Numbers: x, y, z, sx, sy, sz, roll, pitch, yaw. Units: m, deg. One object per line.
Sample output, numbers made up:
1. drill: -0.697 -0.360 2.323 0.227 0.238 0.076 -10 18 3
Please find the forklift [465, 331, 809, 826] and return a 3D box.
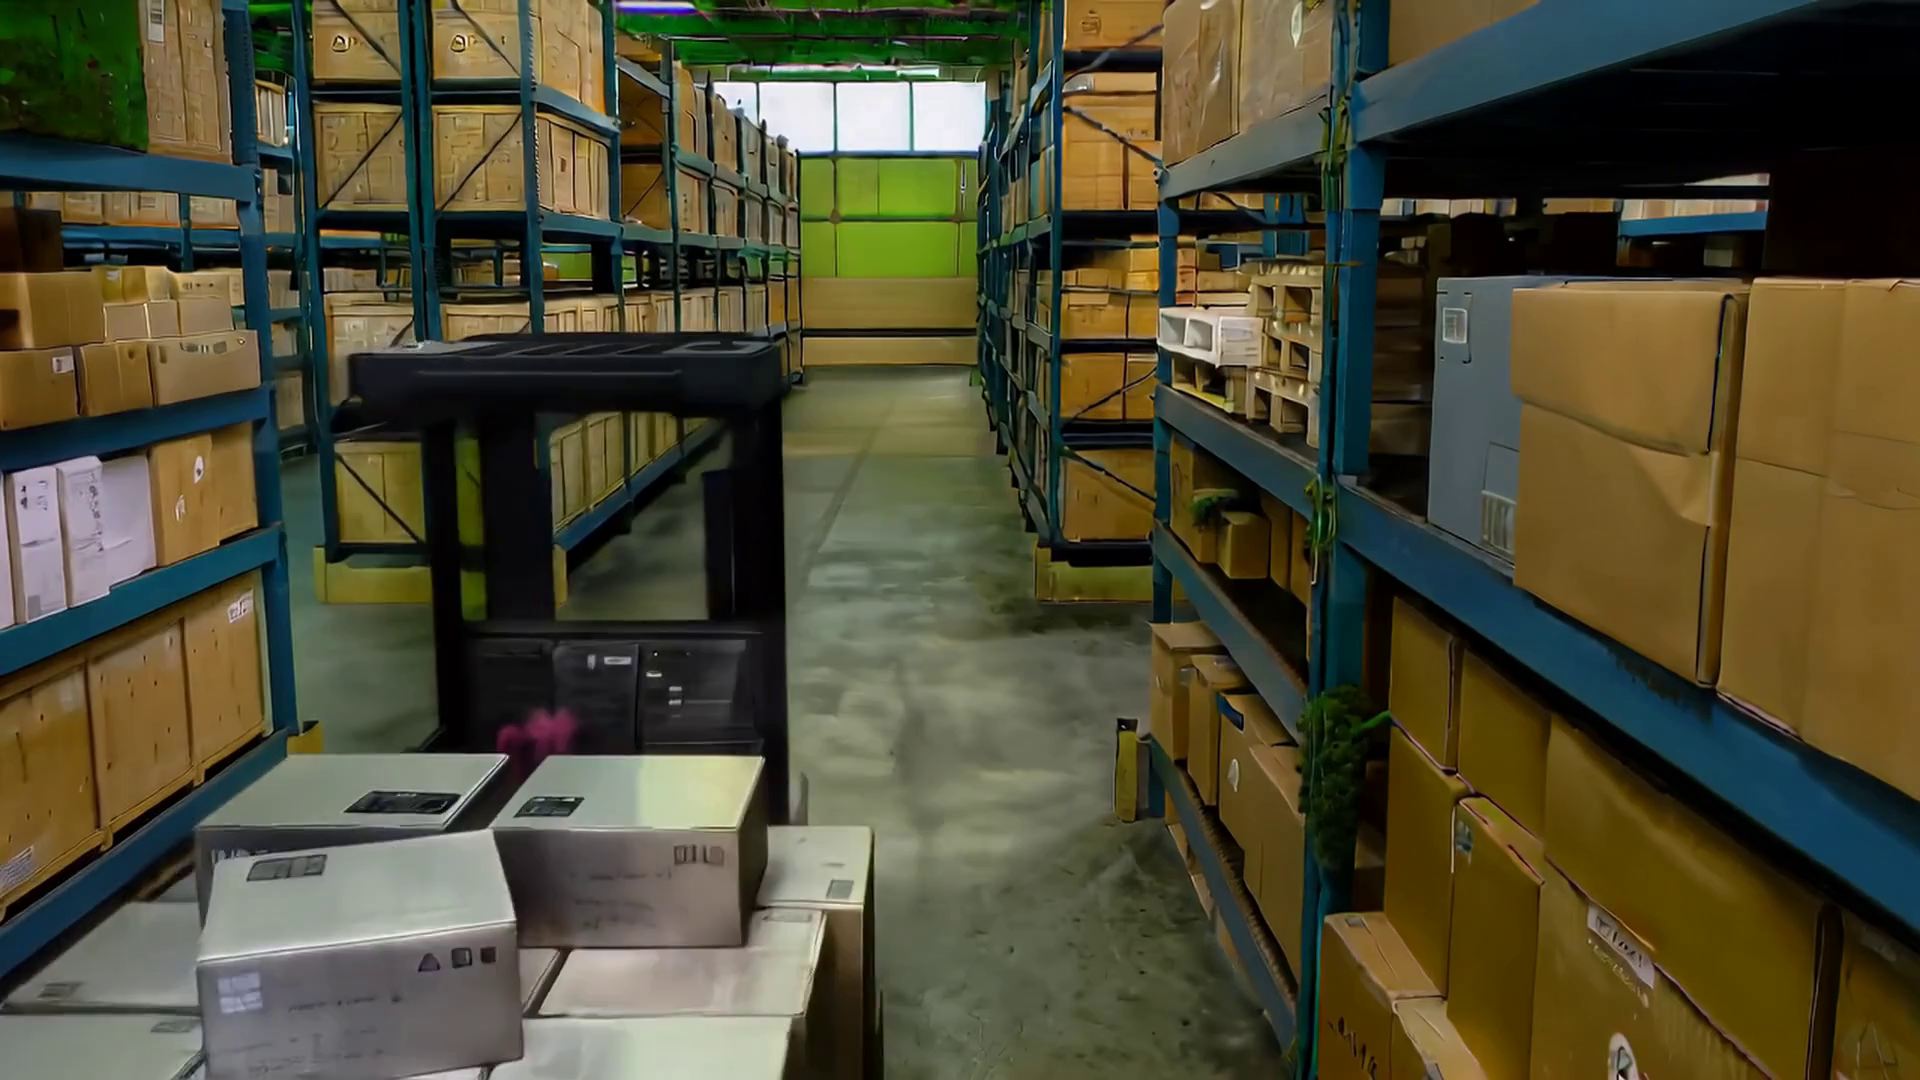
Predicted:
1. forklift: -1.095 0.692 5.615 1.129 2.768 1.873 0 9 -1
